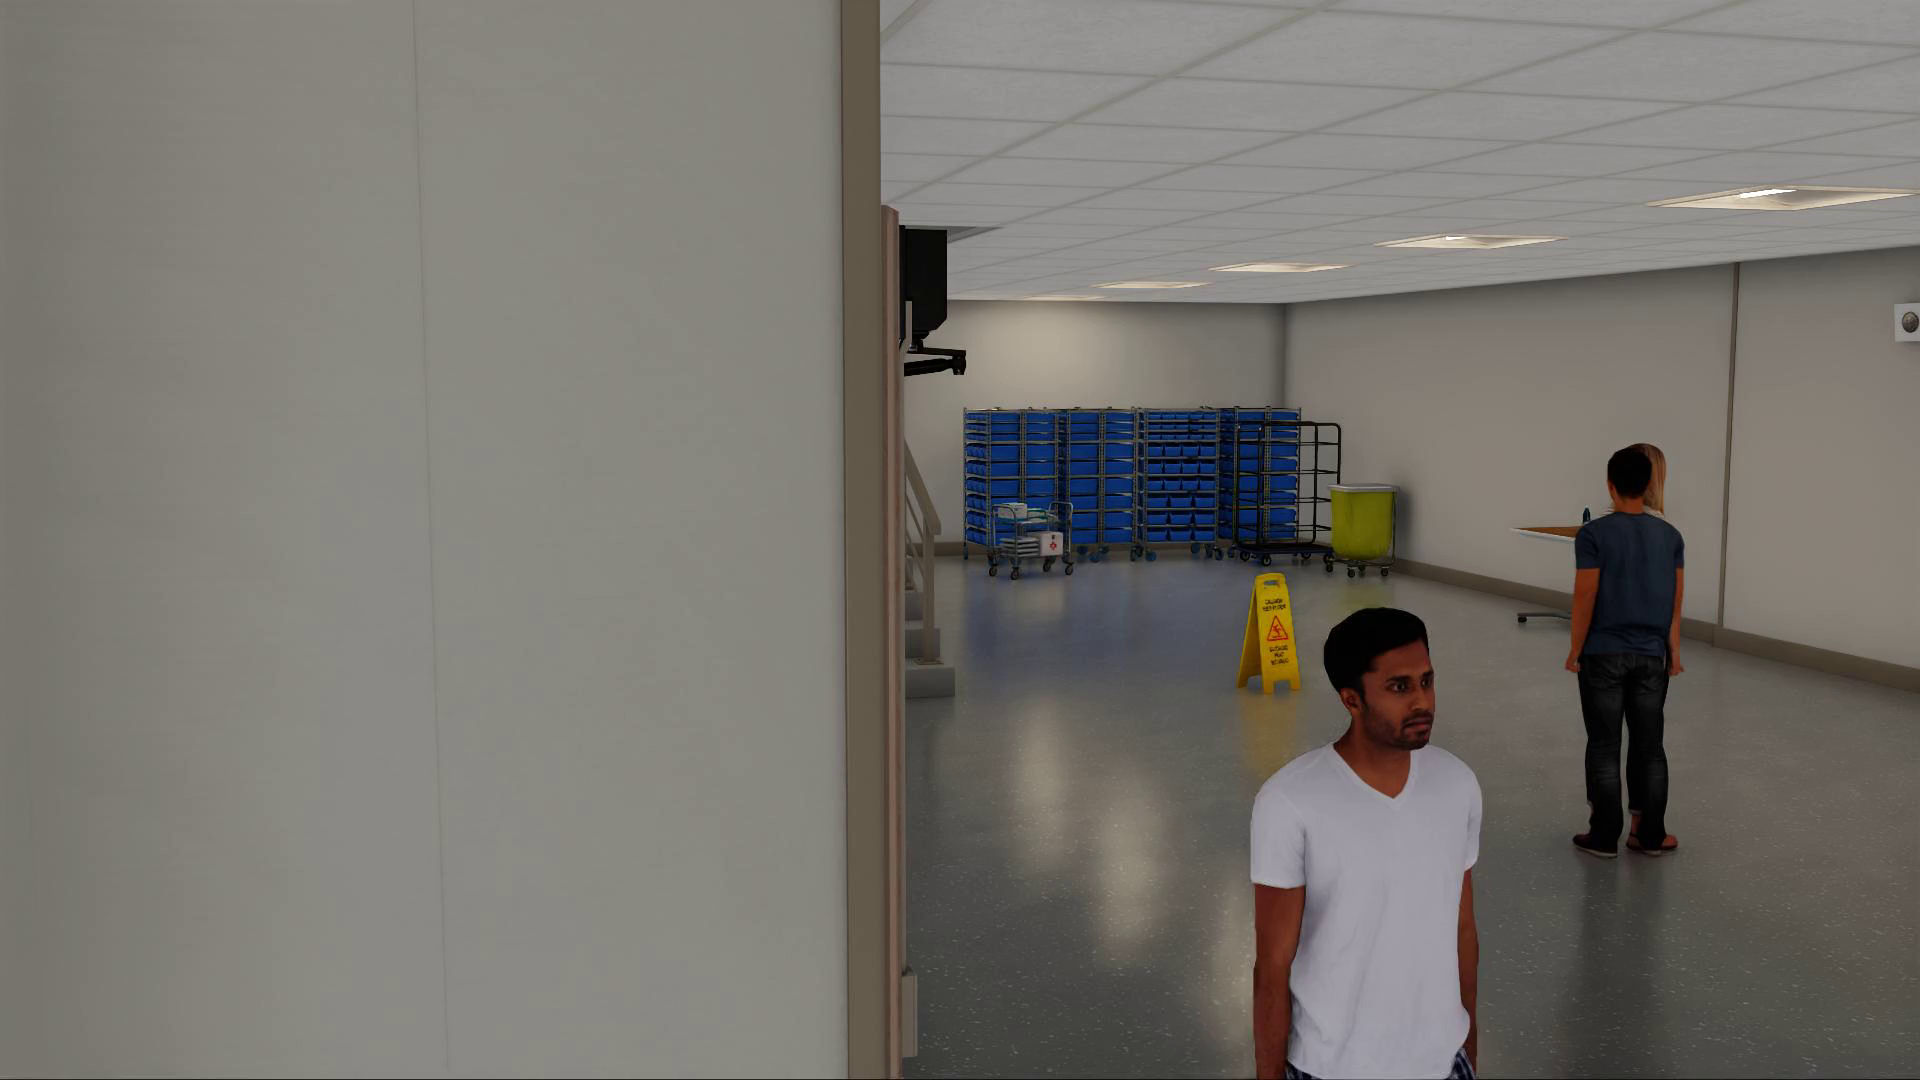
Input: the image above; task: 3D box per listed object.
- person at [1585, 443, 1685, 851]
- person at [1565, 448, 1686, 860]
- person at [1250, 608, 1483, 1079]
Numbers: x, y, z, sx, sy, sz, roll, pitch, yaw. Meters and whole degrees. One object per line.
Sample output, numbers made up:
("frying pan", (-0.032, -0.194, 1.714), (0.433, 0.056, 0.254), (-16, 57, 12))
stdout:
("person", (3.041, 0.473, 7.549), (0.735, 1.826, 0.569), (-4, 7, -32))
("person", (2.949, 0.499, 7.374), (0.699, 1.807, 0.598), (0, 6, -4))
("person", (0.747, 0.968, 3.165), (0.687, 1.717, 0.807), (-2, 6, -20))
